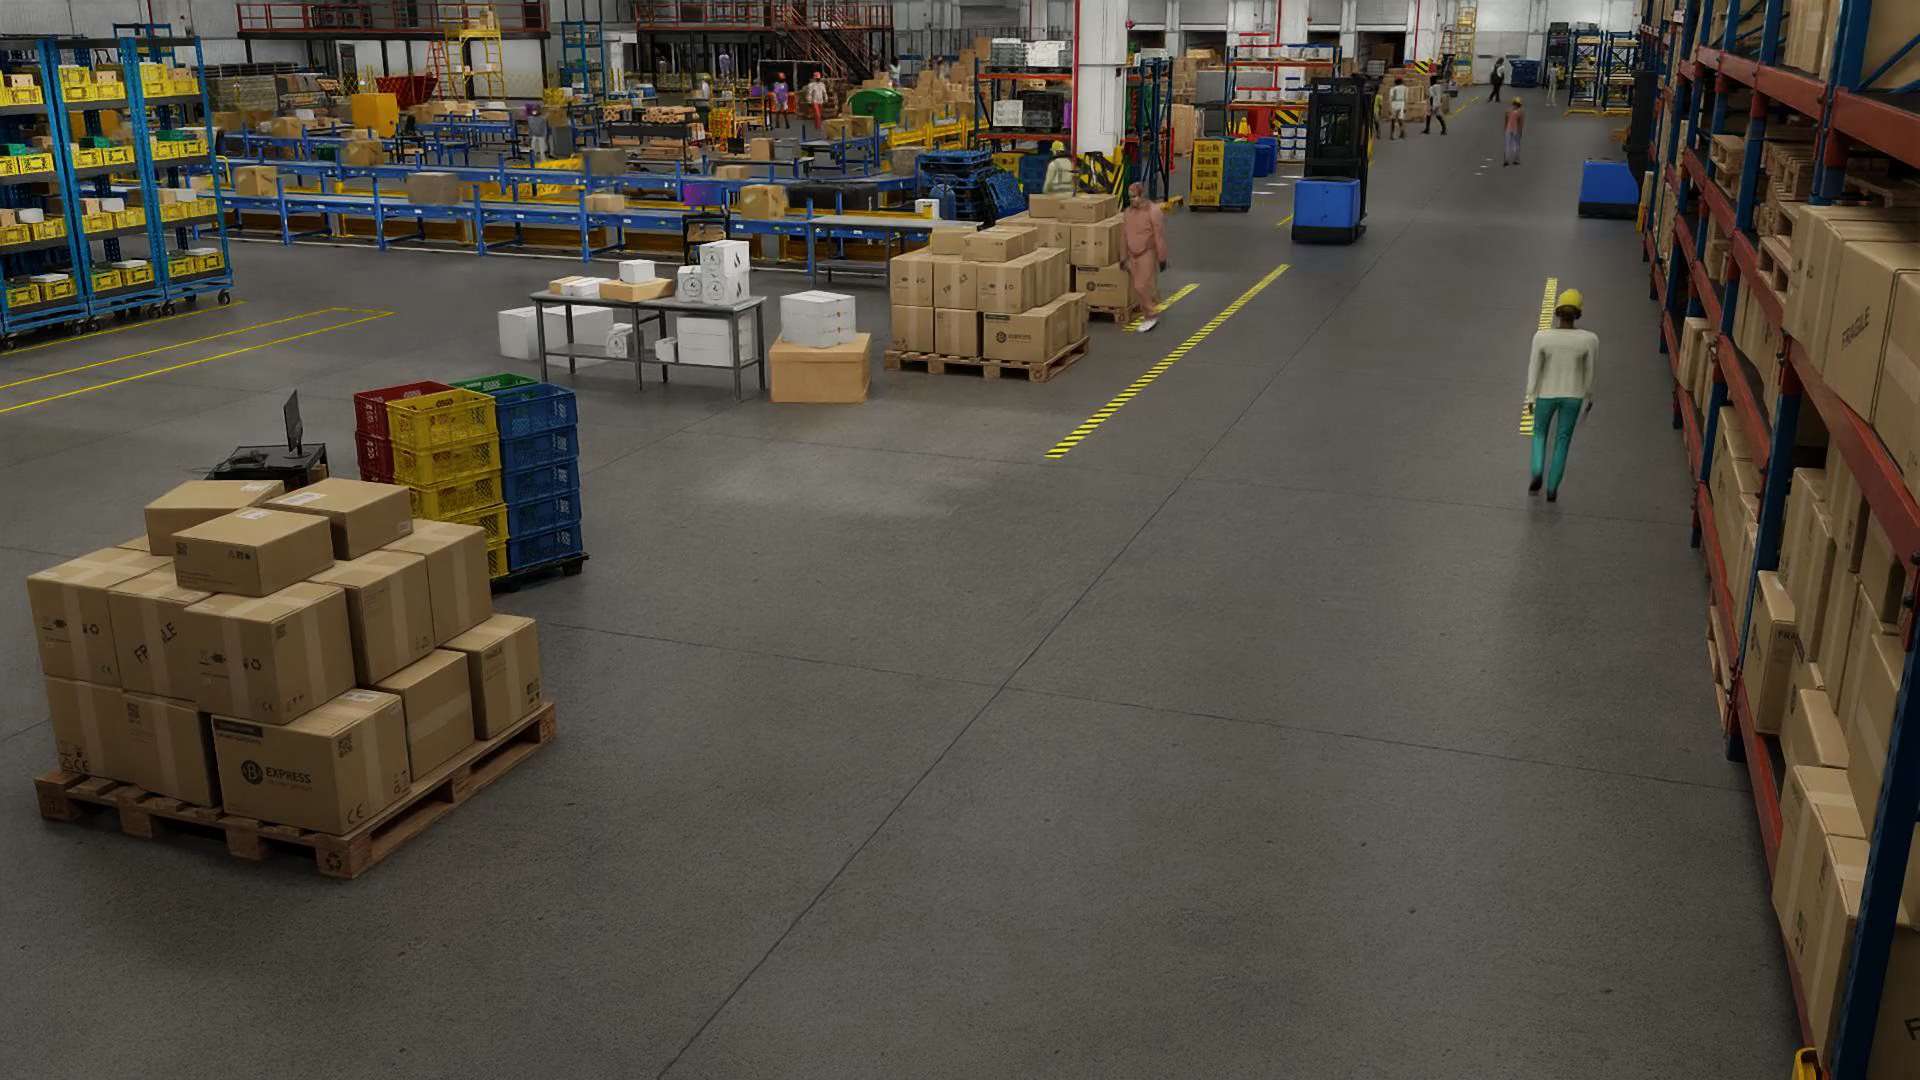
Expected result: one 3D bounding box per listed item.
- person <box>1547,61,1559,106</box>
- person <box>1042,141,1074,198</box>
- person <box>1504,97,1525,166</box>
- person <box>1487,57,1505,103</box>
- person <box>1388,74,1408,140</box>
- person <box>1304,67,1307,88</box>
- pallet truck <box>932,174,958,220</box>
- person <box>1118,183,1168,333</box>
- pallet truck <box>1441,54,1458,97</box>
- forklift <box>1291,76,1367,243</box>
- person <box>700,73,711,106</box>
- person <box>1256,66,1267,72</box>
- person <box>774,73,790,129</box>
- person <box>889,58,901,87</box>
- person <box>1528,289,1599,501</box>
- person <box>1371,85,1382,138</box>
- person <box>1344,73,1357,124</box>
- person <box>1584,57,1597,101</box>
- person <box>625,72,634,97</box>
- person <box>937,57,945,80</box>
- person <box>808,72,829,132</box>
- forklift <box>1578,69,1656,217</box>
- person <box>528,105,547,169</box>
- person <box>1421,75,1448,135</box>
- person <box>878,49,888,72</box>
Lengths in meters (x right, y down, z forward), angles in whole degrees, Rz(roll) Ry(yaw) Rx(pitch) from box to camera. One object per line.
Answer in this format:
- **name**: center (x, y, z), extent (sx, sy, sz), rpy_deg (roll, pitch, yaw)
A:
- **person**: center (25.370, -19.524, 71.141), extent (0.329, 1.871, 0.513), rpy_deg (-13, 22, -35)
- **person**: center (1.618, -5.932, 28.555), extent (0.927, 1.781, 0.608), rpy_deg (14, 22, 37)
- **person**: center (14.590, -10.742, 43.759), extent (0.540, 1.737, 0.730), rpy_deg (14, 22, 36)
- **person**: center (23.579, -20.242, 73.121), extent (0.931, 2.000, 0.691), rpy_deg (-9, 20, -26)
- **person**: center (13.774, -13.615, 52.317), extent (0.615, 2.026, 0.573), rpy_deg (-2, 18, -7)
- **person**: center (15.919, -21.445, 77.252), extent (0.994, 1.822, 0.600), rpy_deg (-5, 18, -15)
- **pallet truck**: center (-0.507, -5.292, 27.348), extent (0.653, 1.274, 1.630), rpy_deg (6, 19, 19)
- **person**: center (2.276, -3.549, 20.948), extent (0.536, 1.868, 0.674), rpy_deg (-12, 21, -33)
- **pallet truck**: center (22.765, -21.886, 78.355), extent (0.823, 1.965, 1.885), rpy_deg (-4, 18, -14)
- **forklift**: center (6.598, -6.755, 29.381), extent (1.129, 2.768, 1.873), rpy_deg (6, 19, 19)
- **person**: center (-8.947, -15.689, 59.222), extent (0.874, 1.794, 0.613), rpy_deg (2, 18, 6)
- **person**: center (14.790, -22.965, 81.979), extent (0.817, 1.855, 0.569), rpy_deg (-13, 22, -36)
- **person**: center (-6.180, -15.163, 57.427), extent (0.551, 1.893, 0.983), rpy_deg (-8, 19, -24)
- **person**: center (-2.923, -20.894, 75.458), extent (0.683, 1.849, 0.966), rpy_deg (-9, 20, -26)
- **person**: center (4.964, -1.197, 13.743), extent (0.536, 1.749, 0.418), rpy_deg (6, 19, 19)
- **person**: center (13.120, -13.553, 52.700), extent (0.540, 1.682, 0.626), rpy_deg (-2, 18, -8)
- **person**: center (13.274, -14.868, 56.497), extent (0.825, 1.888, 0.597), rpy_deg (-3, 18, -9)
- **person**: center (28.446, -20.796, 75.052), extent (0.380, 1.922, 0.591), rpy_deg (-8, 19, -24)
- **person**: center (-12.581, -16.942, 63.307), extent (0.913, 1.693, 0.489), rpy_deg (6, 19, 18)
- **person**: center (-0.899, -20.878, 75.309), extent (0.405, 1.922, 0.576), rpy_deg (-1, 18, -4)
- **person**: center (-4.697, -14.643, 55.653), extent (0.619, 1.953, 0.880), rpy_deg (-12, 21, -34)
- **forklift**: center (13.219, -7.740, 32.475), extent (1.873, 2.768, 1.129), rpy_deg (6, 19, 18)
- **person**: center (-10.790, -10.273, 42.481), extent (0.505, 1.626, 0.324), rpy_deg (2, 18, 8)
- **person**: center (15.684, -14.279, 54.613), extent (0.627, 1.918, 0.913), rpy_deg (-12, 21, -33)
- **person**: center (-4.426, -27.320, 95.746), extent (0.625, 1.813, 0.356), rpy_deg (0, 18, -1)
